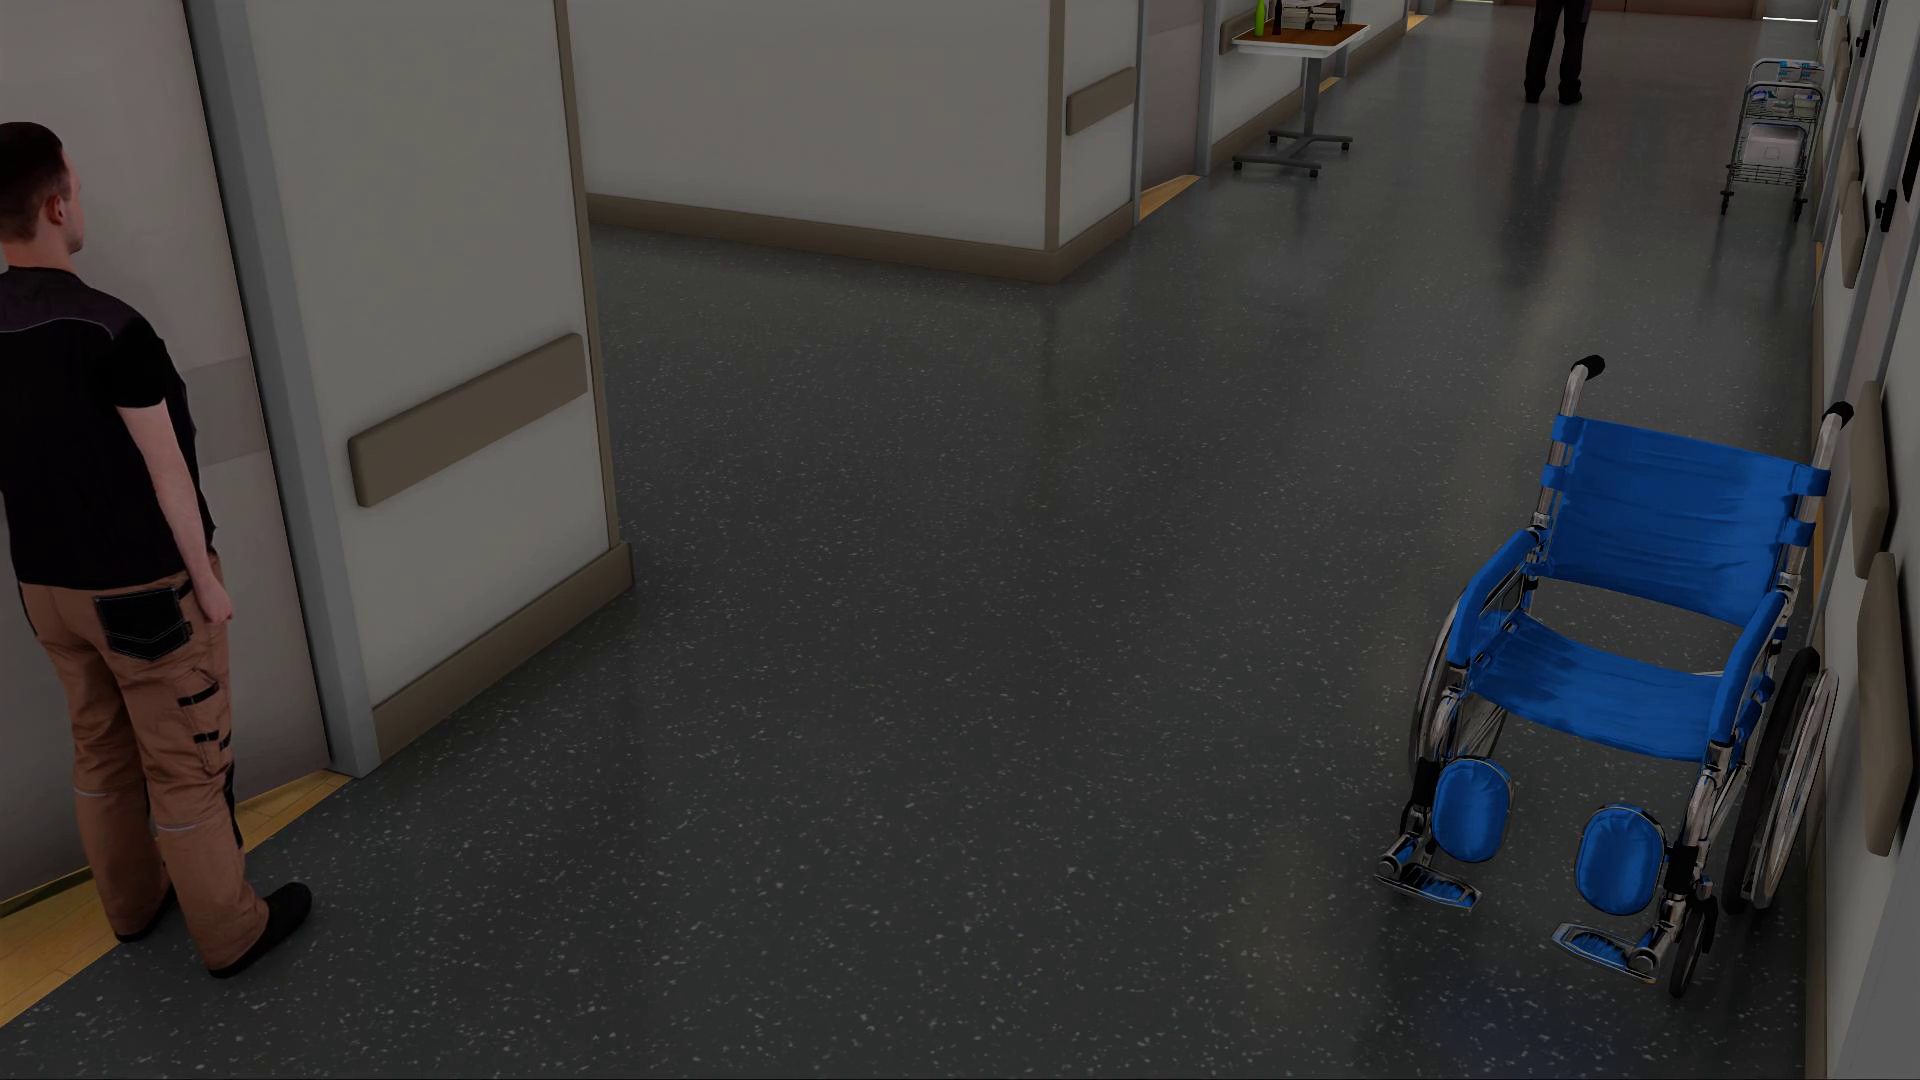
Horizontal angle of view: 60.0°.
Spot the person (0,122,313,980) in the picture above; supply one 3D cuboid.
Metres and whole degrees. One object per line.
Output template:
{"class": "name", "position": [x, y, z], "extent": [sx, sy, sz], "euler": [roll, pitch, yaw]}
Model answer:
{"class": "person", "position": [-1.759, 0.070, 3.436], "extent": [0.672, 1.840, 0.582], "euler": [10, 28, 20]}

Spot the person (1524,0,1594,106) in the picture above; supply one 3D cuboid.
{"class": "person", "position": [4.459, -4.151, 12.180], "extent": [0.643, 1.849, 0.555], "euler": [12, 28, 23]}
